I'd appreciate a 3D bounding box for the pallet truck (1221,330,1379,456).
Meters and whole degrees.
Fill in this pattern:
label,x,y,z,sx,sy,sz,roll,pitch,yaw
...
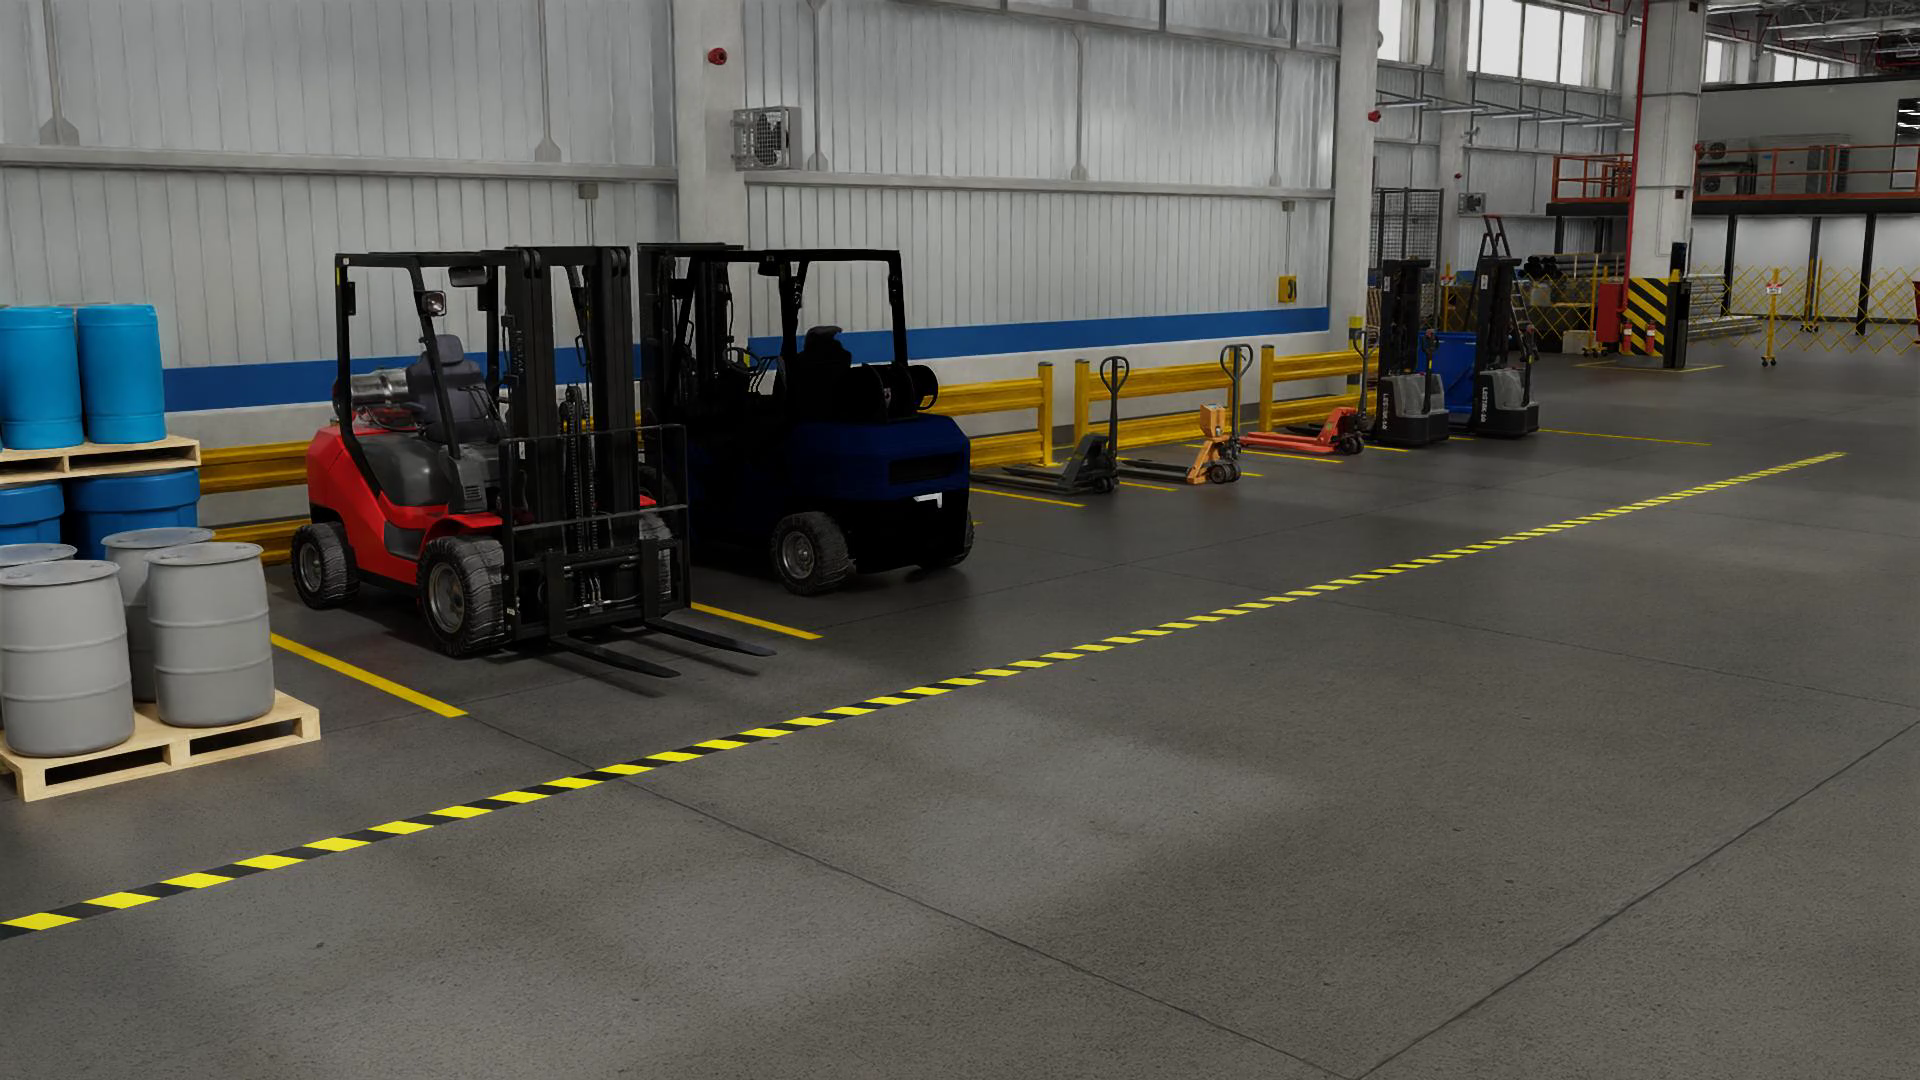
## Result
label,x,y,z,sx,sy,sz,roll,pitch,yaw
pallet truck,3.563,-1.581,17.381,0.653,1.274,1.630,-10,14,-44

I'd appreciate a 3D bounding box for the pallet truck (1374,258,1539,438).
label,x,y,z,sx,sy,sz,roll,pitch,yaw
pallet truck,5.704,-2.208,18.901,1.885,1.965,0.823,10,14,43

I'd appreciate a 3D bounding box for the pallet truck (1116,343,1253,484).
label,x,y,z,sx,sy,sz,roll,pitch,yaw
pallet truck,1.962,-1.215,15.415,1.522,1.261,0.704,10,14,43

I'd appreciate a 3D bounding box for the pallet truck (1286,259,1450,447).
label,x,y,z,sx,sy,sz,roll,pitch,yaw
pallet truck,4.493,-2.078,18.196,0.823,1.965,1.885,-9,14,-40

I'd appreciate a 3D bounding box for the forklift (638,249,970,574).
label,x,y,z,sx,sy,sz,roll,pitch,yaw
forklift,-1.173,-0.958,11.239,2.680,1.987,1.157,10,14,43

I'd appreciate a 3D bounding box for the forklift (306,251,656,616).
label,x,y,z,sx,sy,sz,roll,pitch,yaw
forklift,-2.833,-0.669,9.694,1.157,1.987,2.680,-10,14,-44

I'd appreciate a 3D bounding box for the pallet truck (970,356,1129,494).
label,x,y,z,sx,sy,sz,roll,pitch,yaw
pallet truck,0.784,-1.085,14.876,0.680,1.201,1.601,-10,14,-44
